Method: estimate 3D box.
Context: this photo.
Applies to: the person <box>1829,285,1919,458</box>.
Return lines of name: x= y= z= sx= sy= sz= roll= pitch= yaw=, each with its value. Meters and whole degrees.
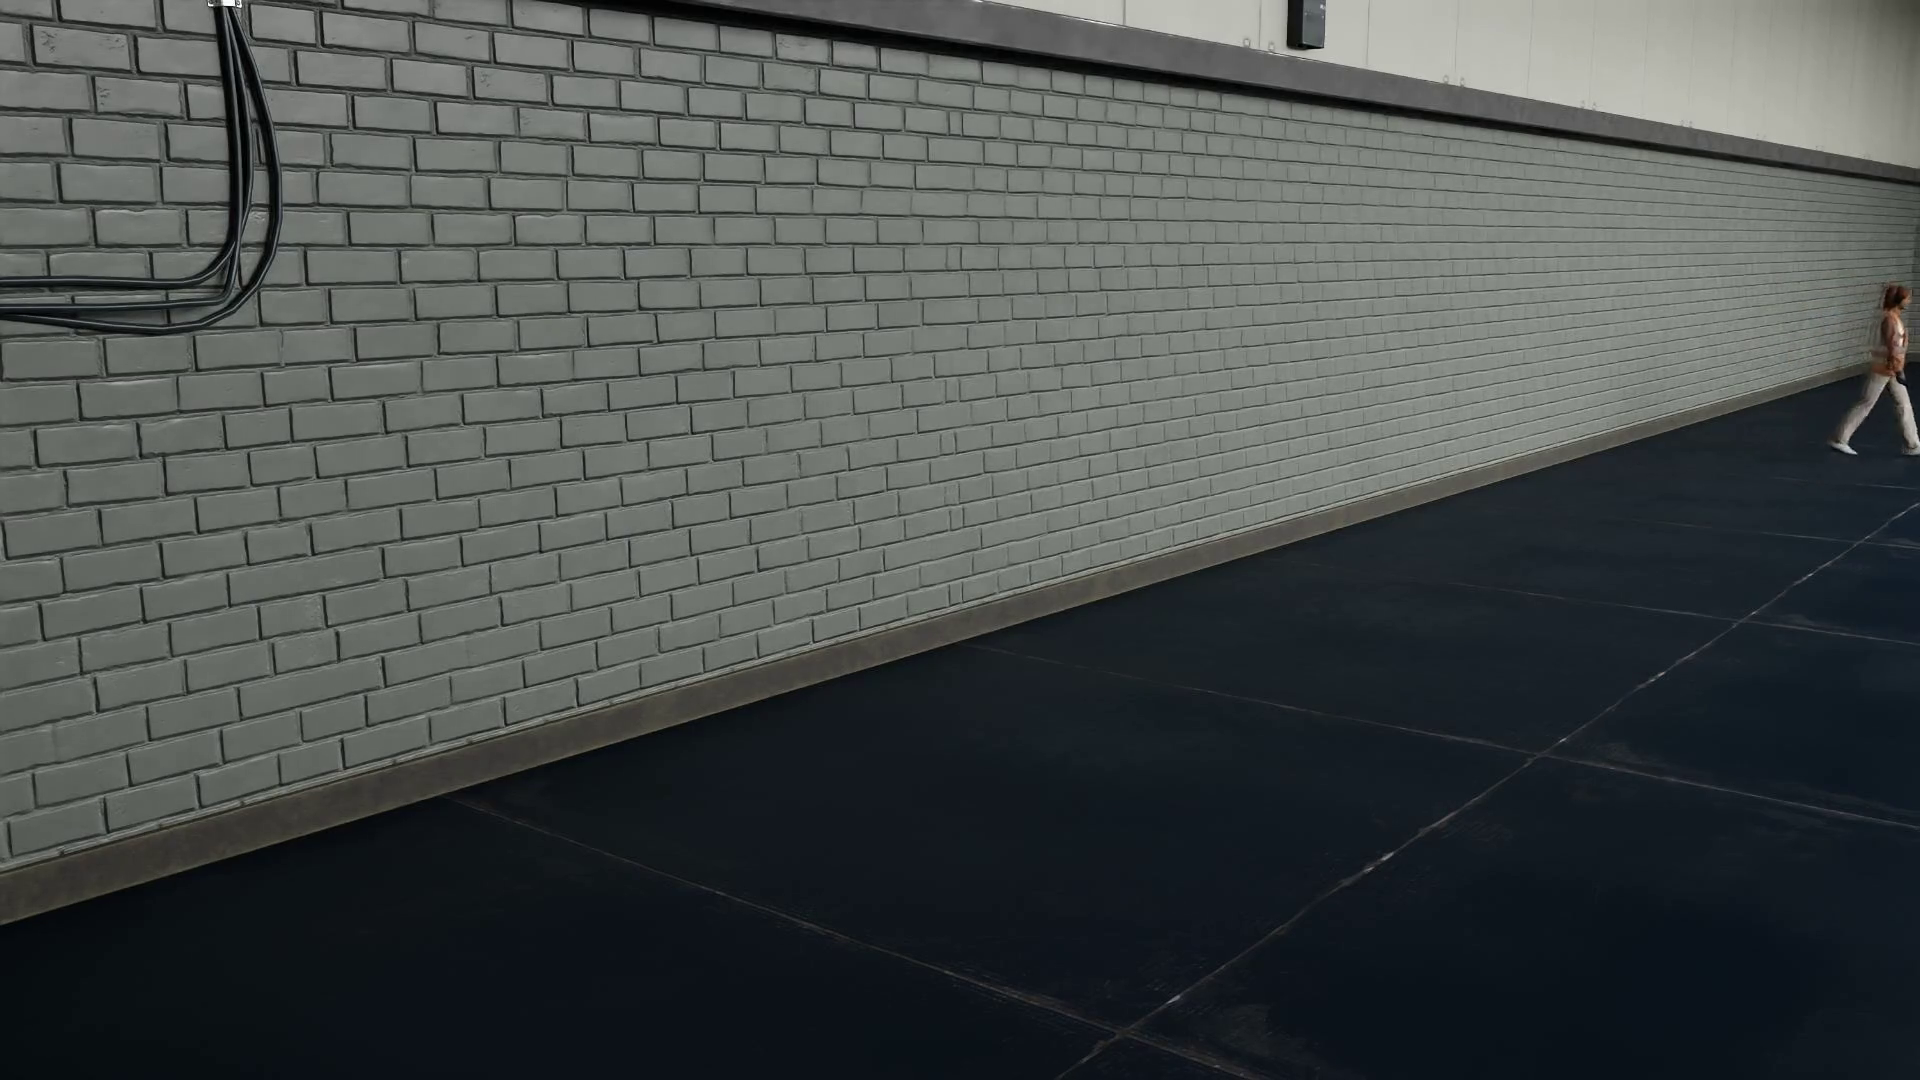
person: x=8.583 y=-1.561 z=15.415 sx=0.879 sy=1.591 sz=0.511 roll=8 pitch=13 yaw=39
